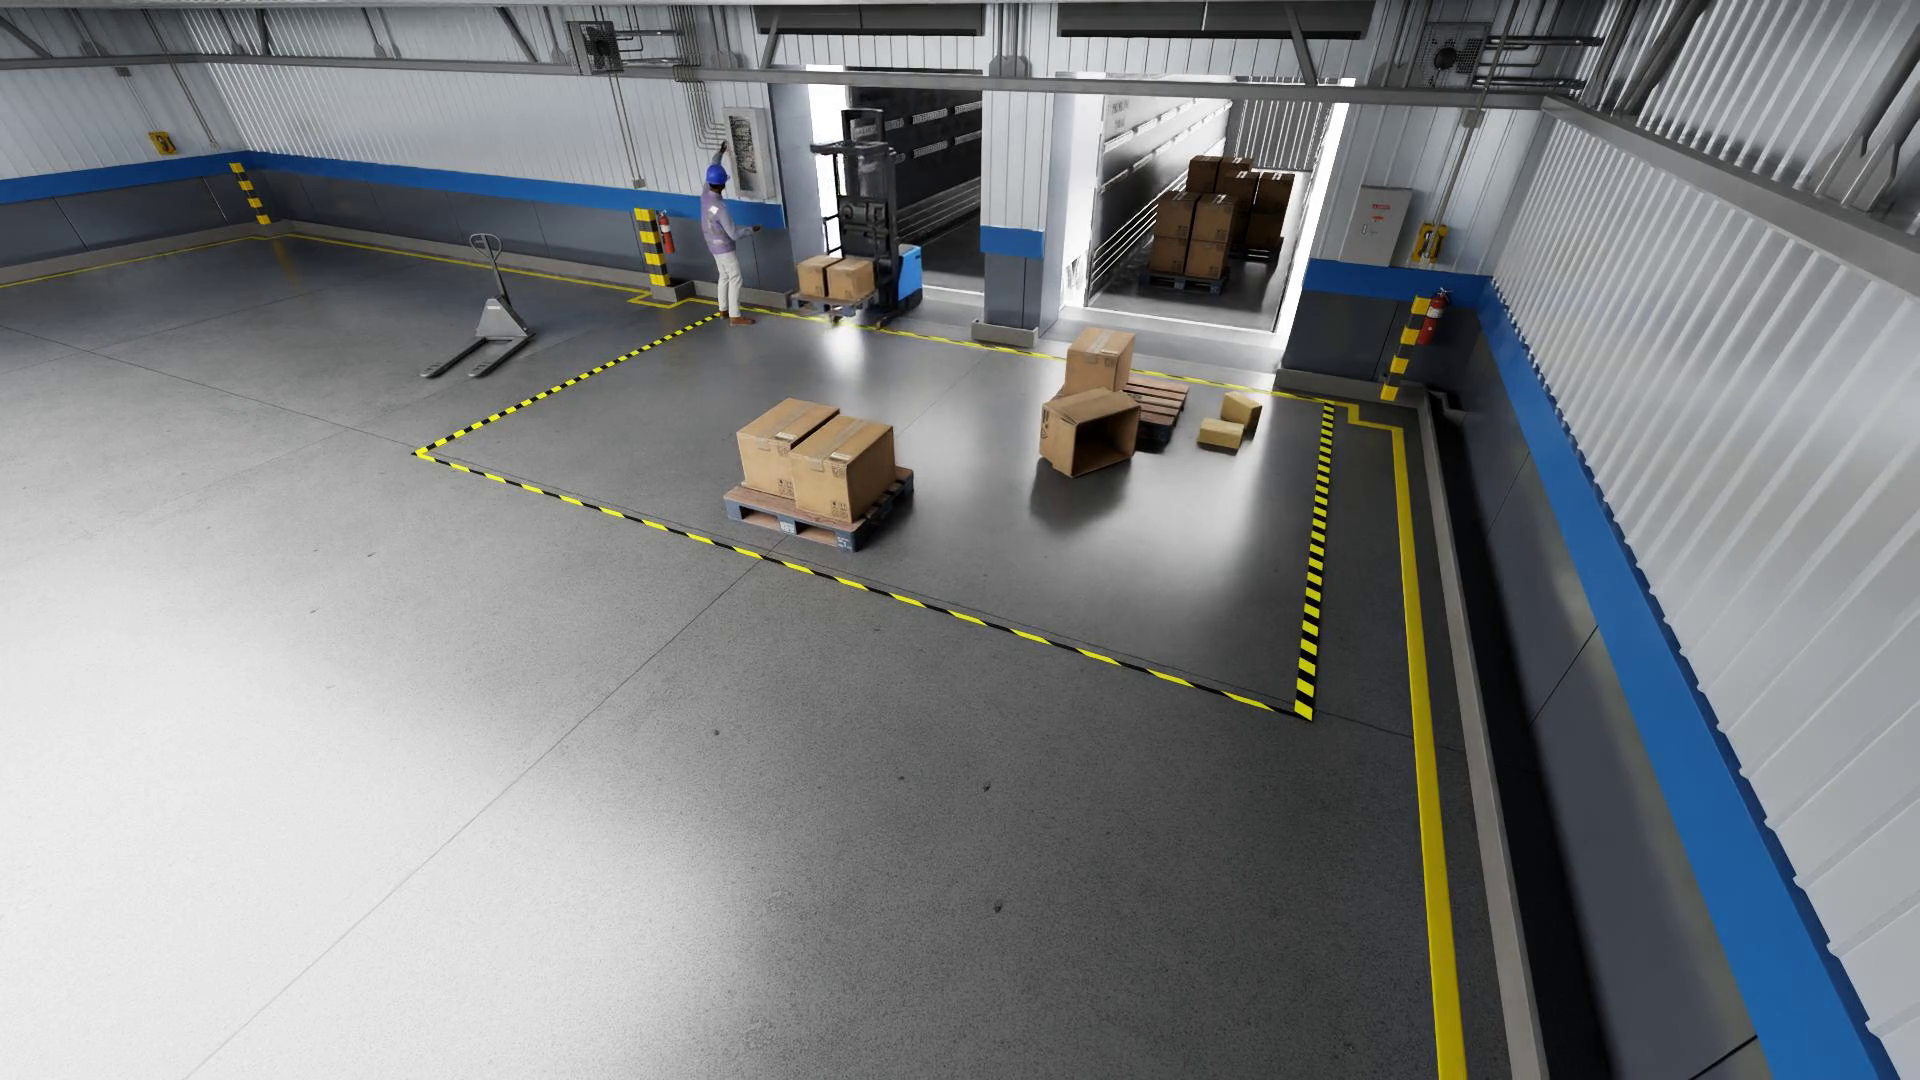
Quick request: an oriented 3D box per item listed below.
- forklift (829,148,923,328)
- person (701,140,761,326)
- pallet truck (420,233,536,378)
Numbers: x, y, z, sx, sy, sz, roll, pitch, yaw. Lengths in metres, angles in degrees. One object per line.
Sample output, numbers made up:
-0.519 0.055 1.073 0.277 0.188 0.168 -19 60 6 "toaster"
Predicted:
-1.015 -4.055 9.623 0.716 2.013 0.776 15 38 20 "forklift"
-2.938 -3.864 9.343 0.684 2.057 0.995 -21 40 -26 "person"
-5.664 -2.712 8.427 0.680 1.201 1.601 0 35 -1 "pallet truck"
